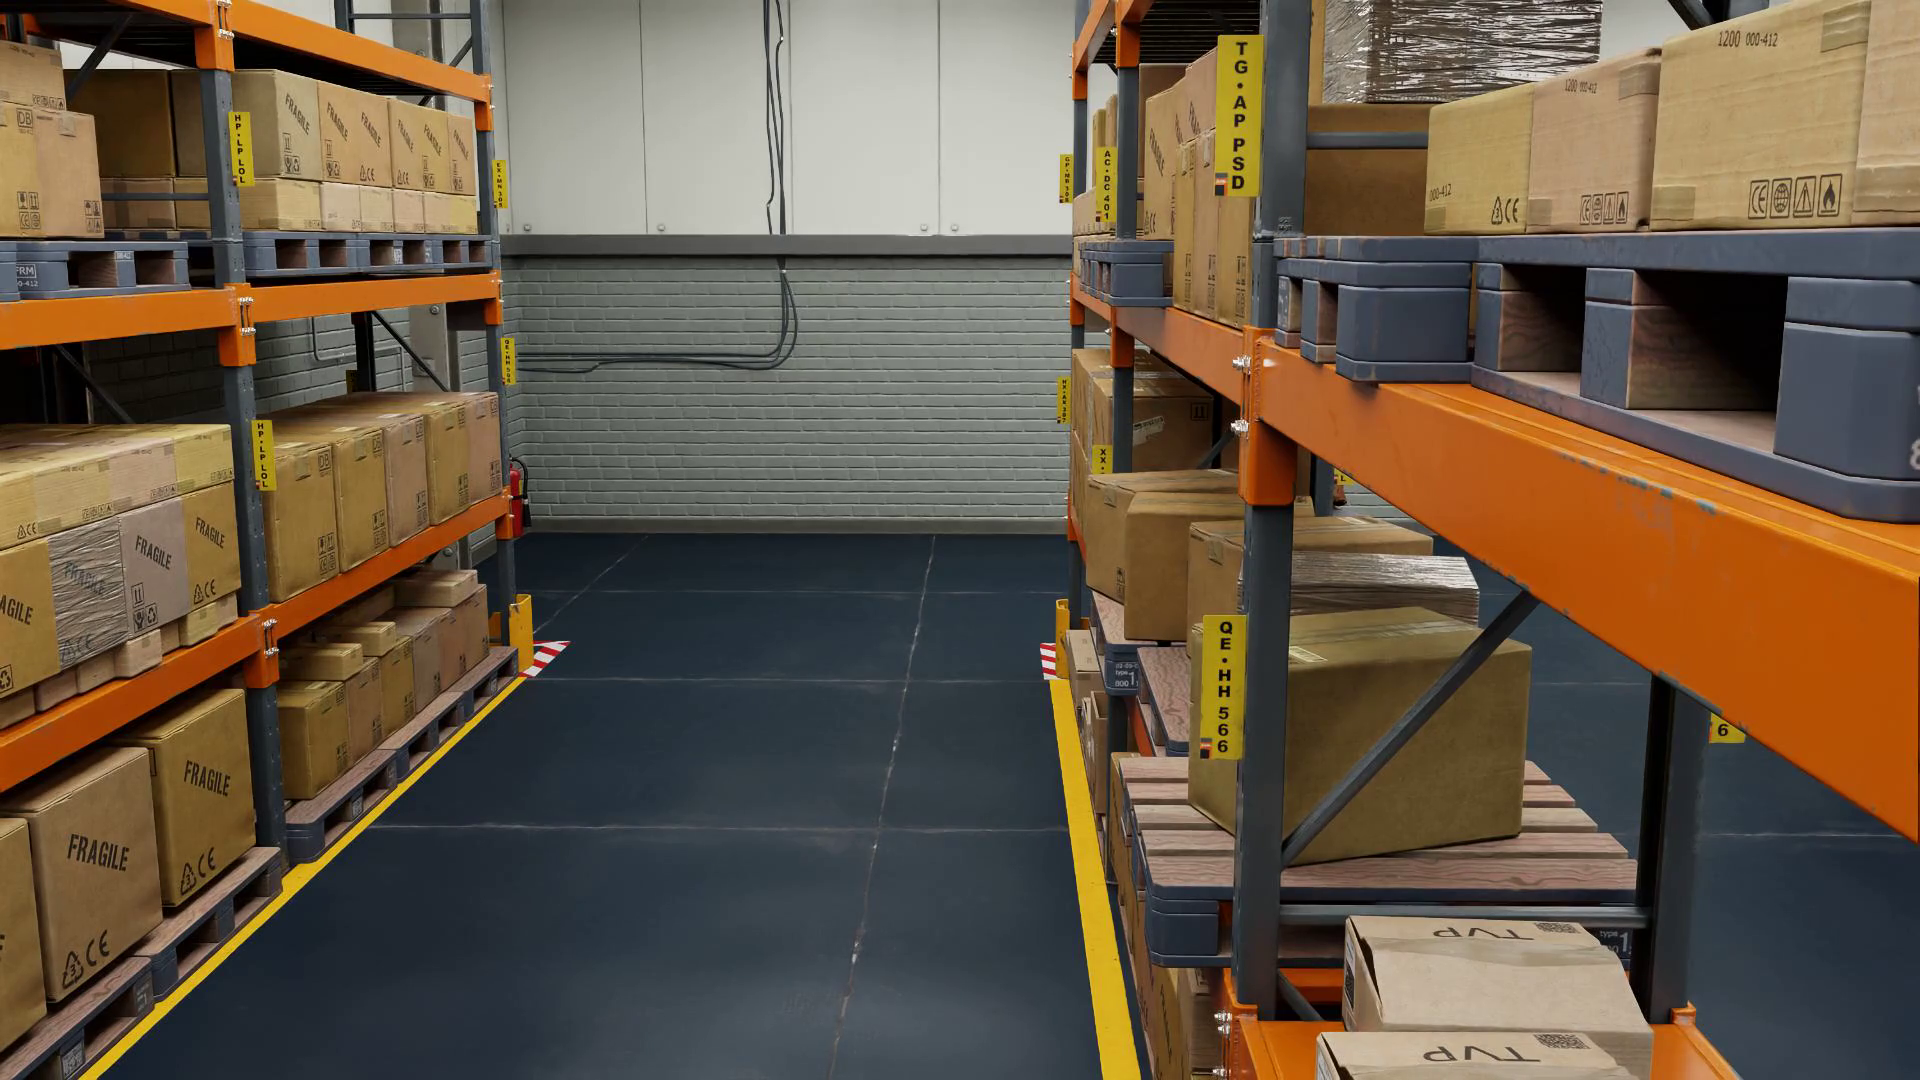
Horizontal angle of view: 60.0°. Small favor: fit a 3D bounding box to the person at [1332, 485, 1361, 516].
[{"bbox_3d":[2.320,0.350,10.598,0.500,1.633,0.280,-1,10,-4],"label":"person"}]
